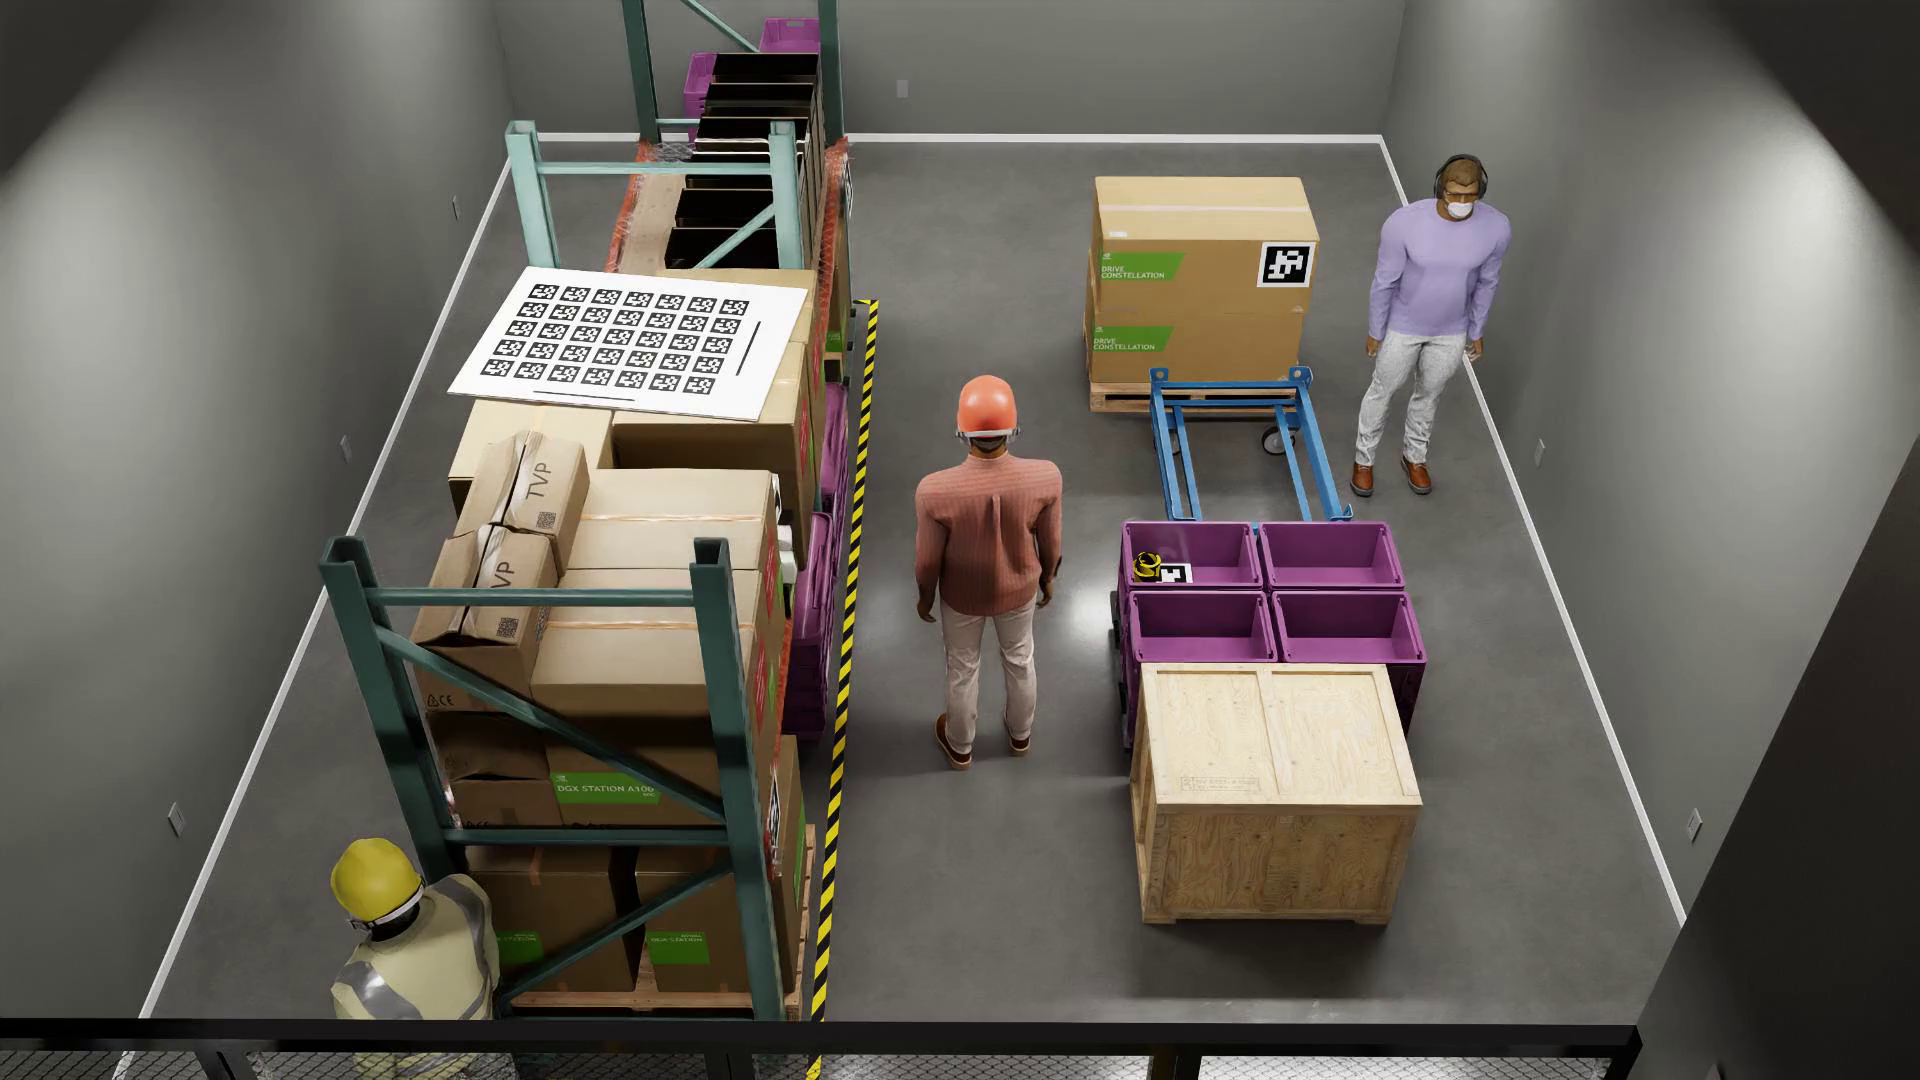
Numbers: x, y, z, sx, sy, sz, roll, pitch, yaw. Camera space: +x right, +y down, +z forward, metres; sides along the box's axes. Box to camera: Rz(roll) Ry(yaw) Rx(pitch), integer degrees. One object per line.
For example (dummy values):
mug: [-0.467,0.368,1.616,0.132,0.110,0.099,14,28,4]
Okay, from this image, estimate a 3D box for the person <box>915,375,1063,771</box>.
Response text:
person: [0.112,0.171,6.878,0.617,1.992,0.384,-9,42,-11]

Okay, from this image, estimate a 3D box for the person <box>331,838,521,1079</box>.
person: [-1.710,1.581,5.390,0.404,1.833,0.590,20,45,21]

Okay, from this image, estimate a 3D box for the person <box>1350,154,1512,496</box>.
person: [2.338,-1.061,8.323,0.629,1.940,0.378,0,41,0]
